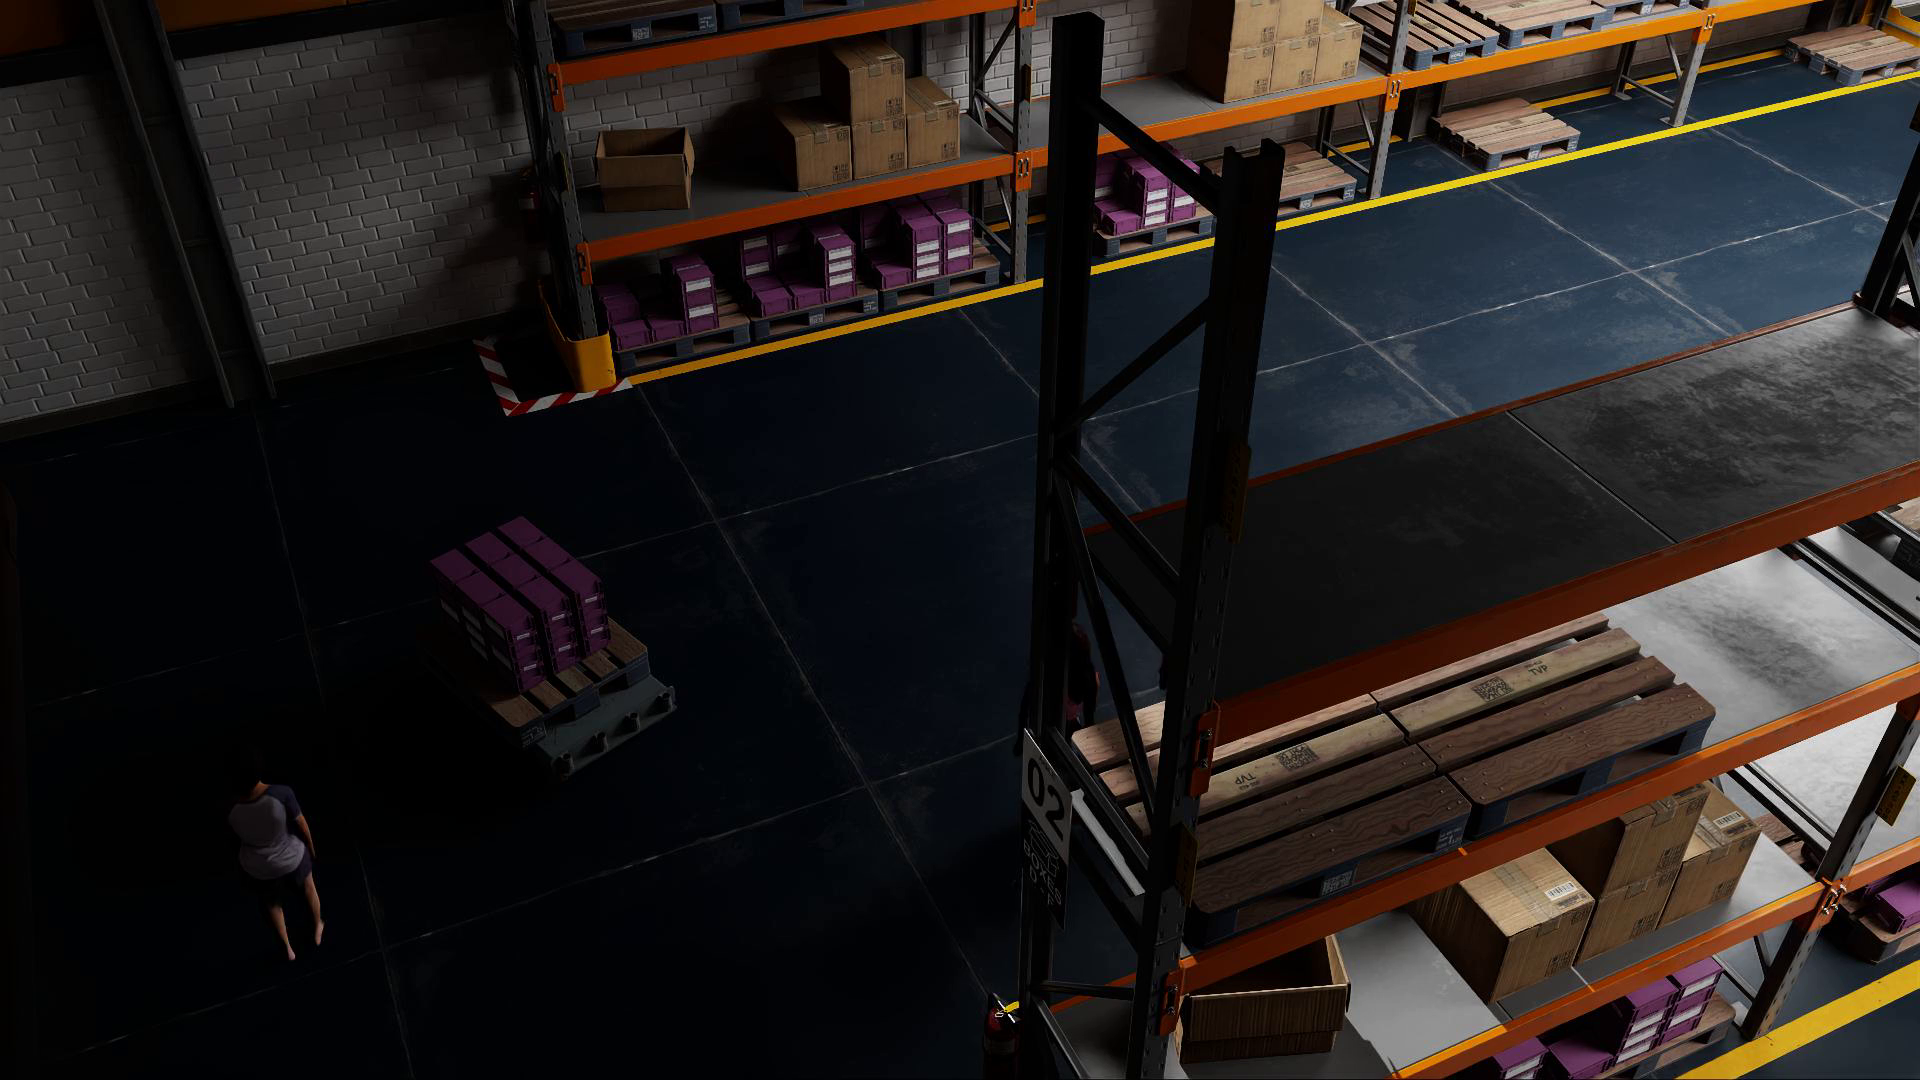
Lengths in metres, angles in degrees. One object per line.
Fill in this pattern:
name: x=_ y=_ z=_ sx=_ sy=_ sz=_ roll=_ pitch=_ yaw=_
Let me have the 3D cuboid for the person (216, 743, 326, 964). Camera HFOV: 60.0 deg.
person: x=-3.722 y=1.749 z=9.014 sx=0.626 sy=1.551 sz=0.658 roll=-13 pitch=40 yaw=-16

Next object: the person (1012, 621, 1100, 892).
person: x=0.596 y=1.110 z=9.678 sx=1.035 sy=1.721 sz=1.253 roll=20 pitch=43 yaw=24
